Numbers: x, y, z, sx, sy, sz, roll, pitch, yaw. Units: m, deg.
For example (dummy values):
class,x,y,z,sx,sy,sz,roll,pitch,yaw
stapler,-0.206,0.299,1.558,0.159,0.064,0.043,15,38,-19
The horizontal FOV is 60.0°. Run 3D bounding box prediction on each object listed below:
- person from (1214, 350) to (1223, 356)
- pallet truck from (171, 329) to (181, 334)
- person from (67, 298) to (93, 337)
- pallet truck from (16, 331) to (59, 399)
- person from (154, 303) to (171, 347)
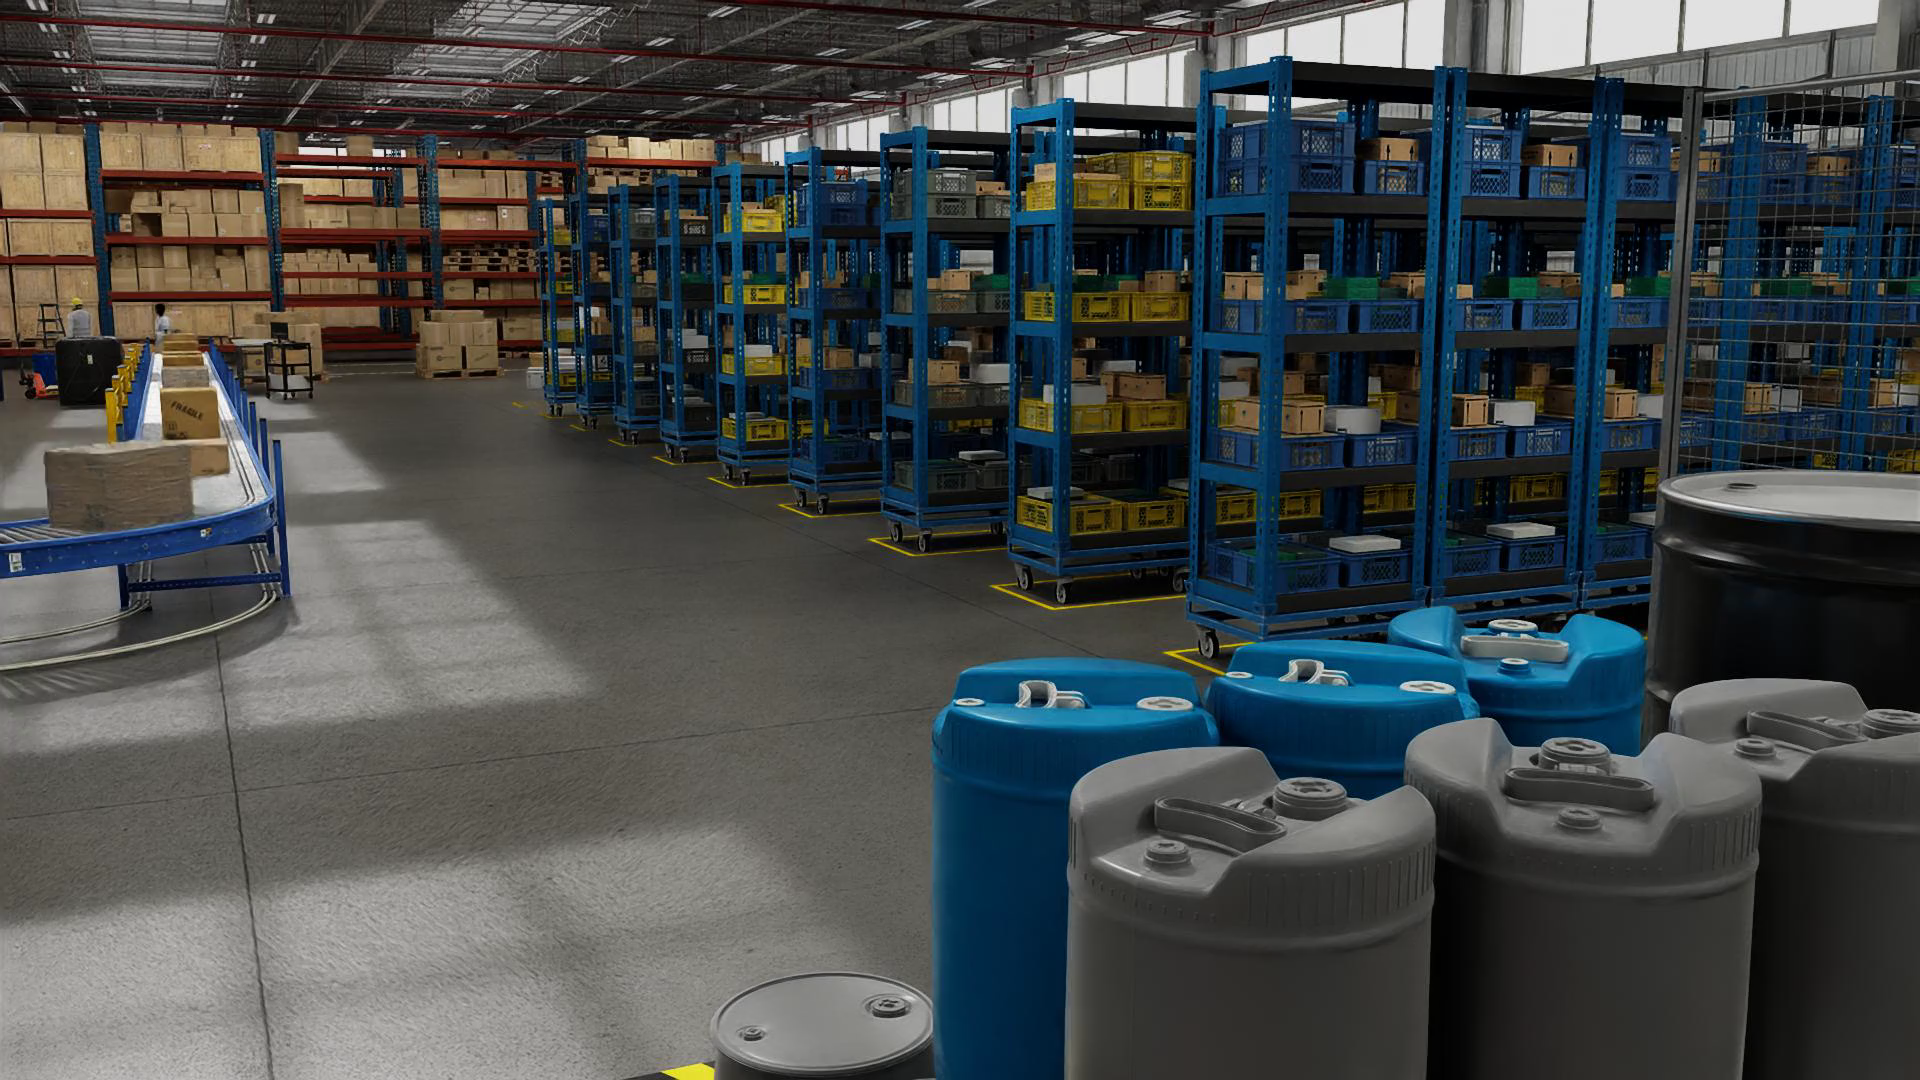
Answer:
class,x,y,z,sx,sy,sz,roll,pitch,yaw
person,4.369,-3.109,28.705,0.916,1.802,0.596,-5,10,-29
pallet truck,-17.275,-3.851,35.096,1.601,1.201,0.680,0,9,1
person,-20.193,-4.641,38.168,0.404,1.822,0.589,4,10,26
pallet truck,-17.082,-3.353,31.781,1.630,1.274,0.653,-4,10,-25
person,-18.806,-4.711,39.013,0.553,1.671,0.683,7,12,39
